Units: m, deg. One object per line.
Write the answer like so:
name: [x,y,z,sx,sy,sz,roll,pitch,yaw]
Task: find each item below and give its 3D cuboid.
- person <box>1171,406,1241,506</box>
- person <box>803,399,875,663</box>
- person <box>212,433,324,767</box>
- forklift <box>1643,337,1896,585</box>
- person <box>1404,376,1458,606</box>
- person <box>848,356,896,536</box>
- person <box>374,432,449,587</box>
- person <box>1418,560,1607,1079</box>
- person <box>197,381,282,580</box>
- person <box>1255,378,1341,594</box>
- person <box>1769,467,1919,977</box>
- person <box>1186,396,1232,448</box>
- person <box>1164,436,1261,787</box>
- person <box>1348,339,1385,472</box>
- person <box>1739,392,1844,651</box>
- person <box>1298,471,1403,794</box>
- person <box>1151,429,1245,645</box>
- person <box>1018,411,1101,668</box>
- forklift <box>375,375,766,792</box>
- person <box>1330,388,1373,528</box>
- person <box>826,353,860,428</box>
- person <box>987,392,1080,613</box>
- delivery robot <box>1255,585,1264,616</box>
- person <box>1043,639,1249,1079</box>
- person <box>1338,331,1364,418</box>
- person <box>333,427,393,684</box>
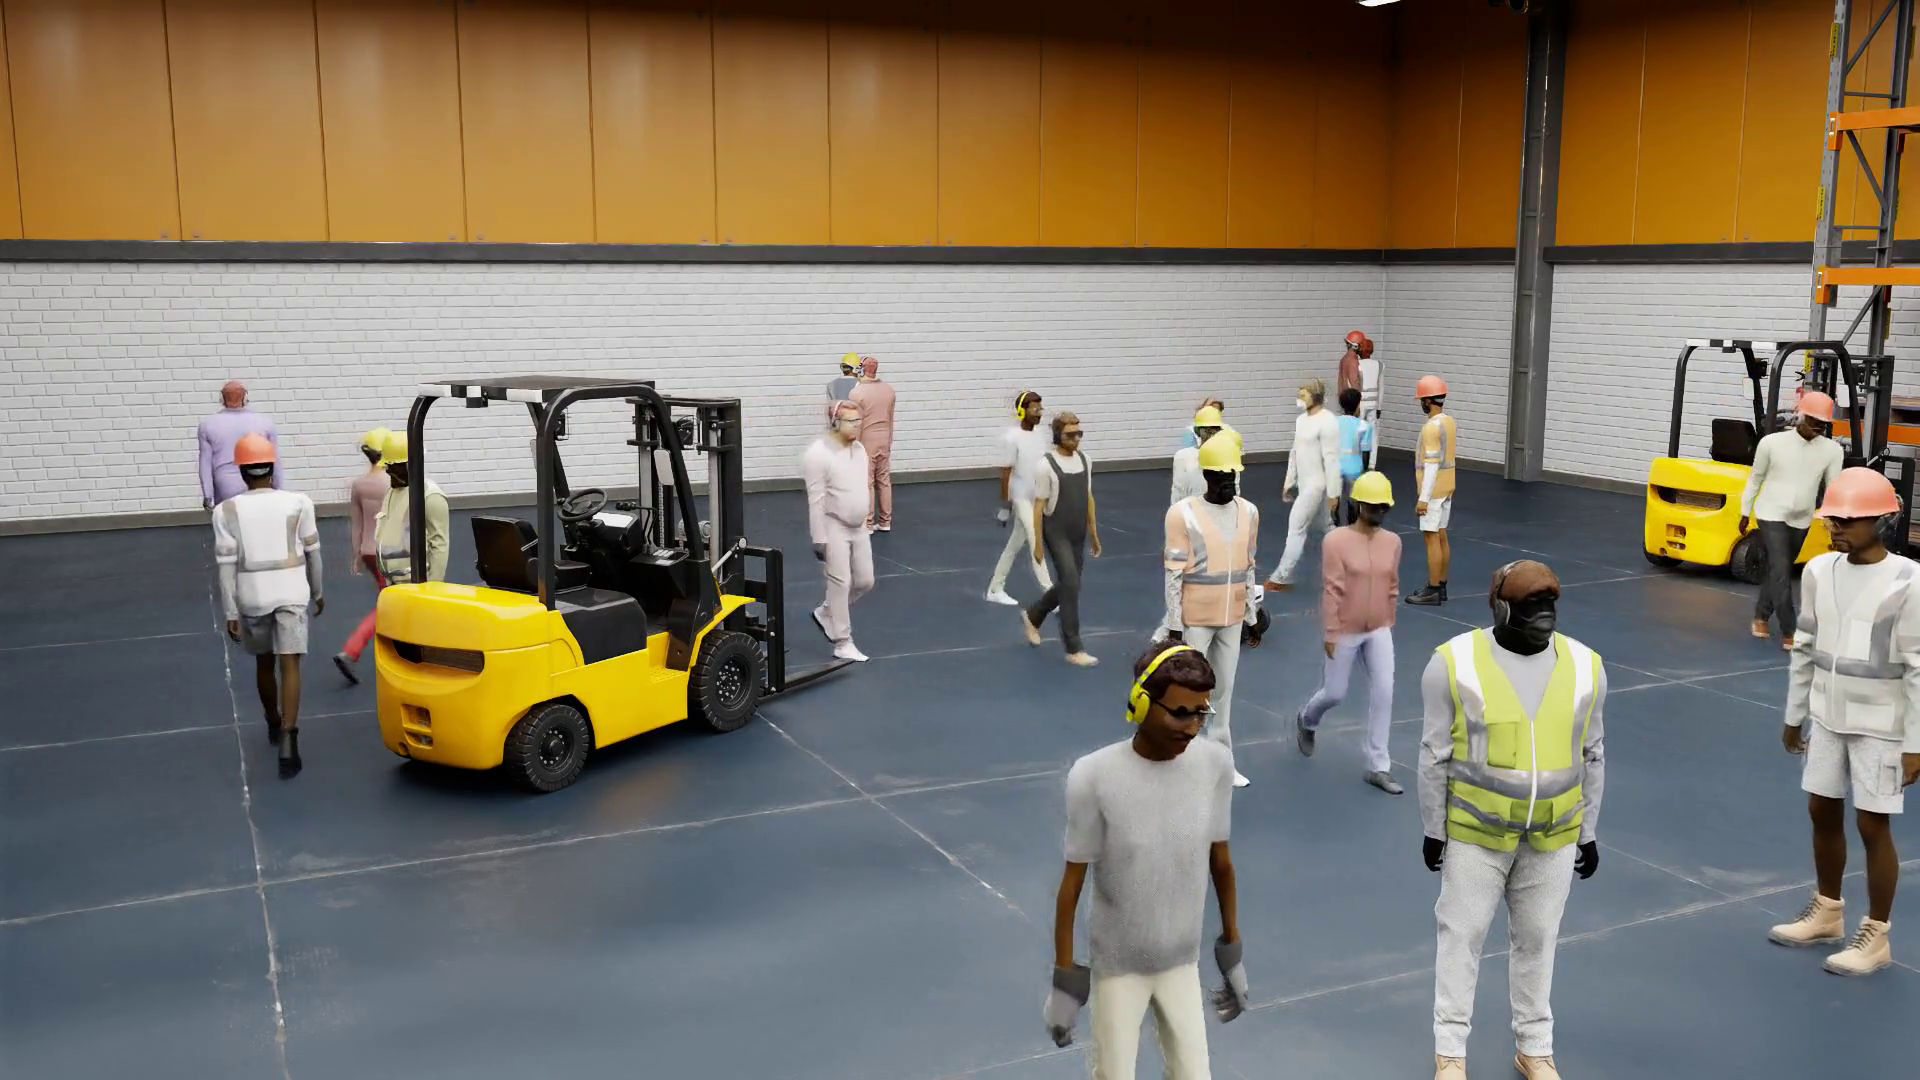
person: [1.896,-0.151,12.857,0.533,1.772,0.296,1,9,6]
person: [-0.879,-0.074,12.007,0.561,1.891,0.658,7,11,35]
person: [-3.936,0.338,9.503,0.554,1.896,1.007,-3,10,-19]
forklift: [7.551,-0.789,15.507,2.313,2.155,1.214,-4,10,-25]
person: [3.957,-0.412,13.982,0.375,1.931,0.542,6,11,33]
person: [-0.975,-1.001,17.708,0.401,1.910,0.642,8,12,41]
person: [-3.398,0.236,10.301,0.589,1.822,0.403,8,12,41]
person: [1.865,0.978,5.628,0.625,1.847,0.429,0,9,1]
person: [-6.253,-0.452,14.492,0.665,1.849,1.012,-4,10,-23]
person: [3.088,-0.466,14.501,1.045,1.888,0.640,-1,9,-9]
person: [3.563,0.721,6.661,0.414,2.033,0.609,-4,10,-21]
person: [2.349,-0.580,15.992,0.516,1.623,0.467,-5,10,-26]
person: [1.368,0.399,8.954,0.585,1.928,0.370,-5,10,-27]
person: [5.566,-1.827,22.920,0.575,1.880,0.355,-3,10,-19]
person: [6.210,-0.149,12.392,0.627,1.910,1.032,0,9,2]
person: [2.154,0.465,9.122,0.516,1.734,0.743,-3,10,-17]
person: [1.706,0.072,11.629,0.508,1.713,0.514,-6,11,-31]
person: [0.707,-0.031,11.984,0.517,1.820,0.819,-9,13,-43]
forklift: [-2.268,0.149,9.685,1.214,2.155,2.313,6,11,32]
person: [3.844,-0.694,16.635,0.531,1.642,0.924,3,10,17]
person: [-1.307,-1.338,20.064,0.586,1.823,0.403,3,10,20]
person: [0.587,-0.318,13.763,0.960,1.822,0.509,5,11,30]
delivery robot: [1.940,0.435,12.695,0.707,0.478,0.477,6,11,33]
person: [0.489,1.153,4.551,0.628,1.842,0.528,-4,10,-23]
person: [5.406,-1.889,22.959,0.383,1.992,0.609,-1,9,-3]
person: [-4.004,0.096,11.423,0.521,1.739,0.804,6,11,34]
